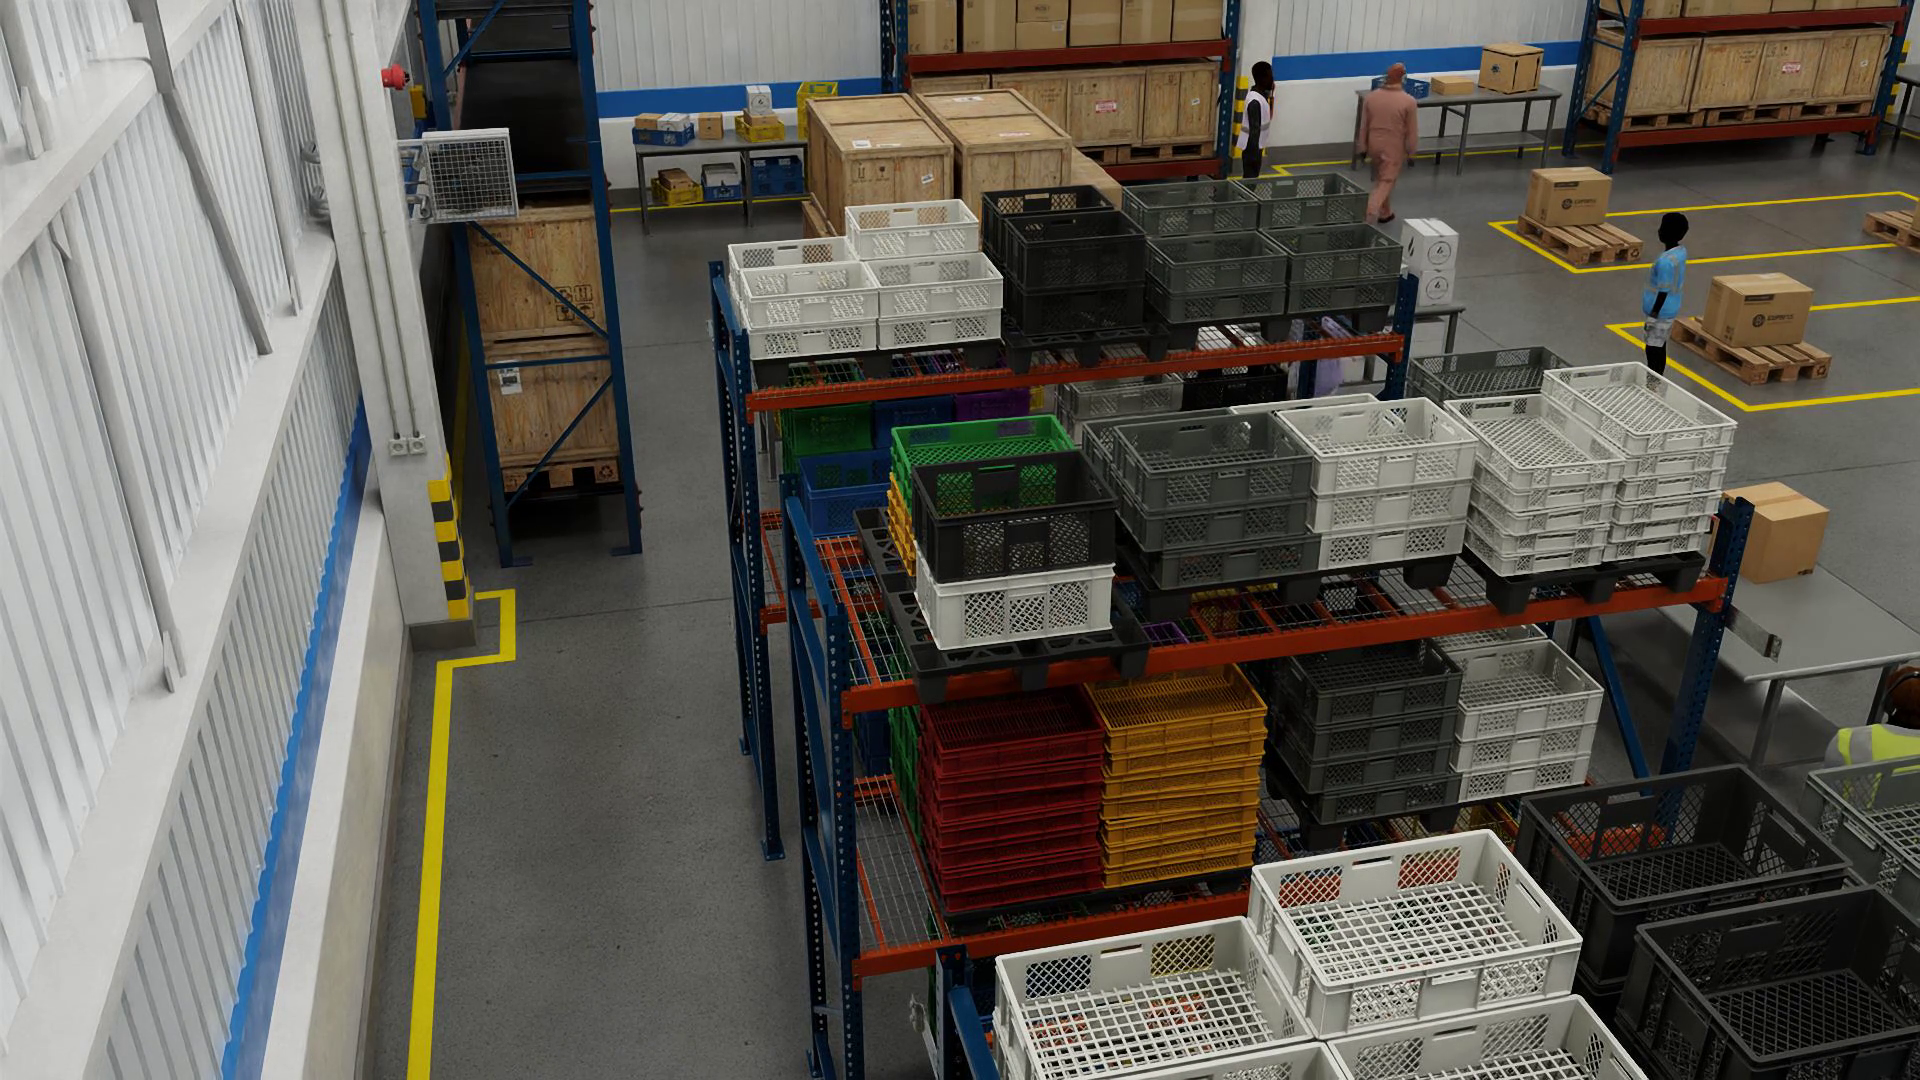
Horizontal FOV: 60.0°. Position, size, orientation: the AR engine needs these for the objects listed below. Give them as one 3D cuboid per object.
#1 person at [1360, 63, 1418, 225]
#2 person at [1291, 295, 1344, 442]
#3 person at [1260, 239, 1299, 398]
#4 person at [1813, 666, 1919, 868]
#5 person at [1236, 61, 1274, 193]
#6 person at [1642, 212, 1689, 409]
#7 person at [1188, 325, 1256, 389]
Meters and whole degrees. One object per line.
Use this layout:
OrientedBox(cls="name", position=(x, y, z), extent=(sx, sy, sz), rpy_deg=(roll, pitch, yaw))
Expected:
OrientedBox(cls="person", position=(4.783, -4.389, 18.657), extent=(0.657, 1.861, 0.958), rpy_deg=(25, 37, 39))
OrientedBox(cls="person", position=(2.678, -1.166, 12.498), extent=(0.371, 1.908, 0.683), rpy_deg=(1, 28, 2))
OrientedBox(cls="person", position=(2.536, -1.482, 13.126), extent=(0.330, 1.872, 0.512), rpy_deg=(12, 30, 21))
OrientedBox(cls="person", position=(4.206, 1.407, 7.691), extent=(0.629, 1.837, 0.430), rpy_deg=(5, 28, 10))
OrientedBox(cls="person", position=(3.273, -4.353, 18.526), extent=(0.391, 1.915, 0.593), rpy_deg=(5, 28, 9))
OrientedBox(cls="person", position=(5.980, -1.966, 14.228), extent=(0.317, 1.695, 0.540), rpy_deg=(16, 32, 28))
OrientedBox(cls="person", position=(1.896, -0.992, 12.192), extent=(0.353, 1.879, 0.567), rpy_deg=(-25, 36, -38))
